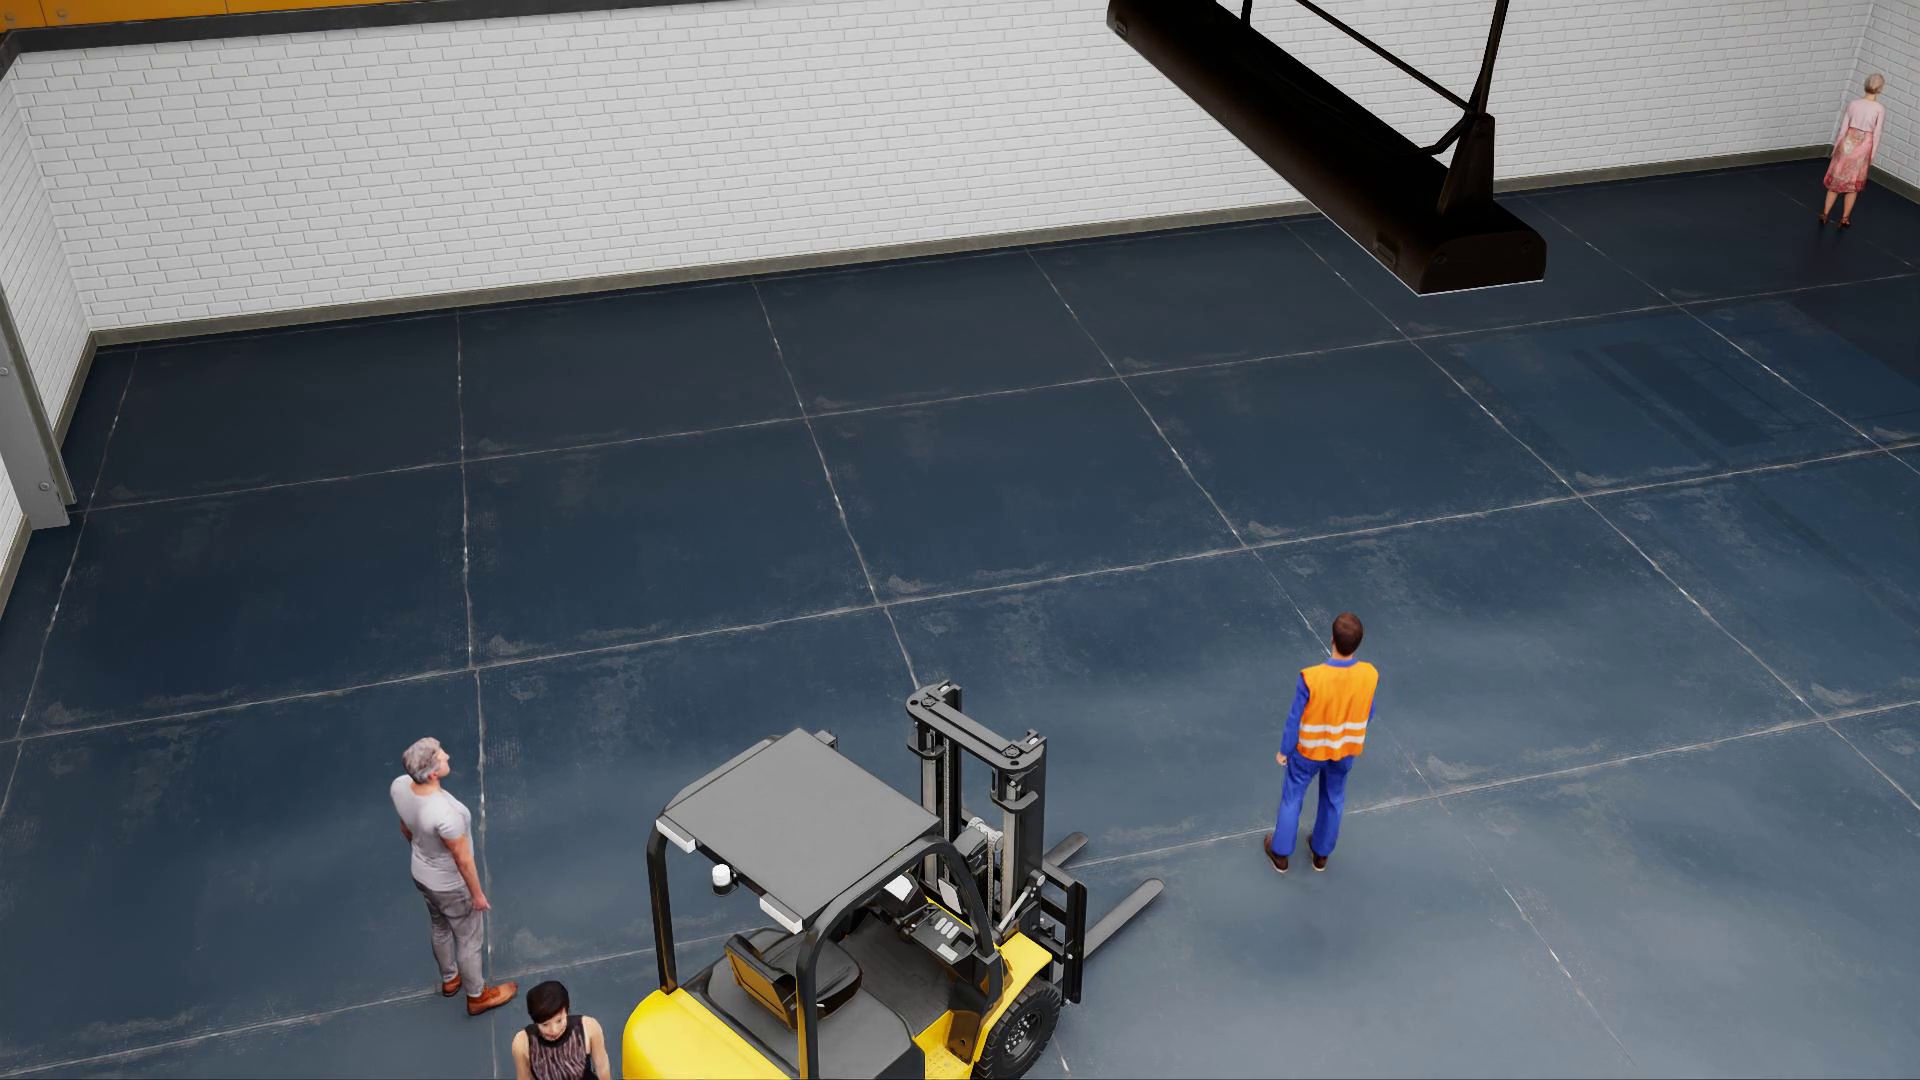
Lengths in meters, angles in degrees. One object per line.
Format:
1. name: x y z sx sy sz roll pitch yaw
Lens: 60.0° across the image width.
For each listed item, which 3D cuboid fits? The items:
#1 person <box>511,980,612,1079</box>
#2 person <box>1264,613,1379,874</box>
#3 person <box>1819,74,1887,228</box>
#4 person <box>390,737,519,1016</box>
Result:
1. person: -1.863 2.629 7.949 0.621 1.578 0.941 -10 35 -14
2. person: 2.165 1.245 9.778 0.749 1.859 0.674 -6 34 -9
3. person: 9.792 -4.259 18.203 0.683 1.698 0.757 22 39 29
4. person: -2.776 1.807 8.960 0.712 1.828 0.823 24 40 31
